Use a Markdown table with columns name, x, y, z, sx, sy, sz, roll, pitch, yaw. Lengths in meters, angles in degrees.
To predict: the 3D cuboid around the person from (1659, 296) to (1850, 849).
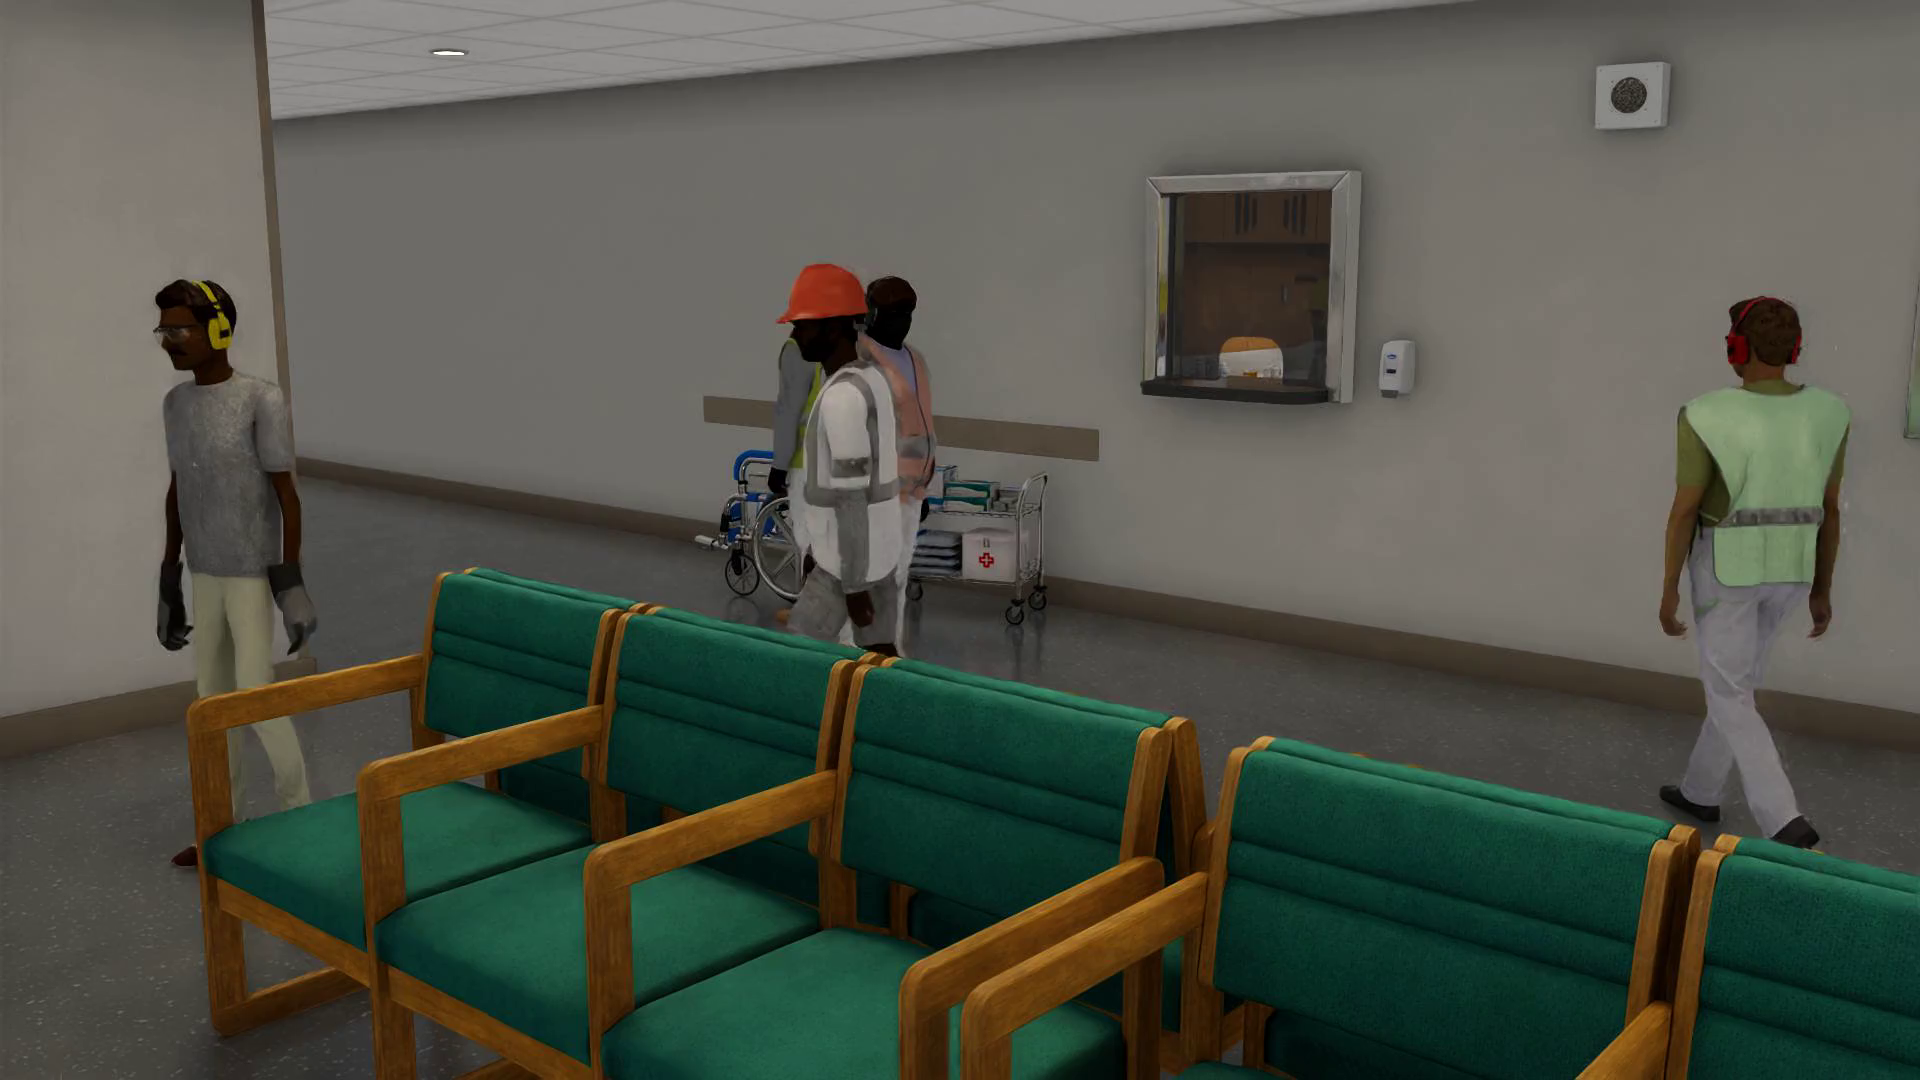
| name | x | y | z | sx | sy | sz | roll | pitch | yaw |
| --- | --- | --- | --- | --- | --- | --- | --- | --- | --- |
| person | 2.560 | 0.128 | 5.349 | 0.569 | 1.816 | 0.897 | -2 | 10 | -9 |

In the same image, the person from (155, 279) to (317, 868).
| name | x | y | z | sx | sy | sz | roll | pitch | yaw |
| --- | --- | --- | --- | --- | --- | --- | --- | --- | --- |
| person | -2.295 | 0.121 | 5.242 | 0.559 | 1.872 | 0.359 | 5 | 11 | 25 |

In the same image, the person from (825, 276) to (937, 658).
| name | x | y | z | sx | sy | sz | roll | pitch | yaw |
| --- | --- | --- | --- | --- | --- | --- | --- | --- | --- |
| person | -0.313 | -0.202 | 7.144 | 0.430 | 1.841 | 0.624 | 5 | 11 | 28 |
